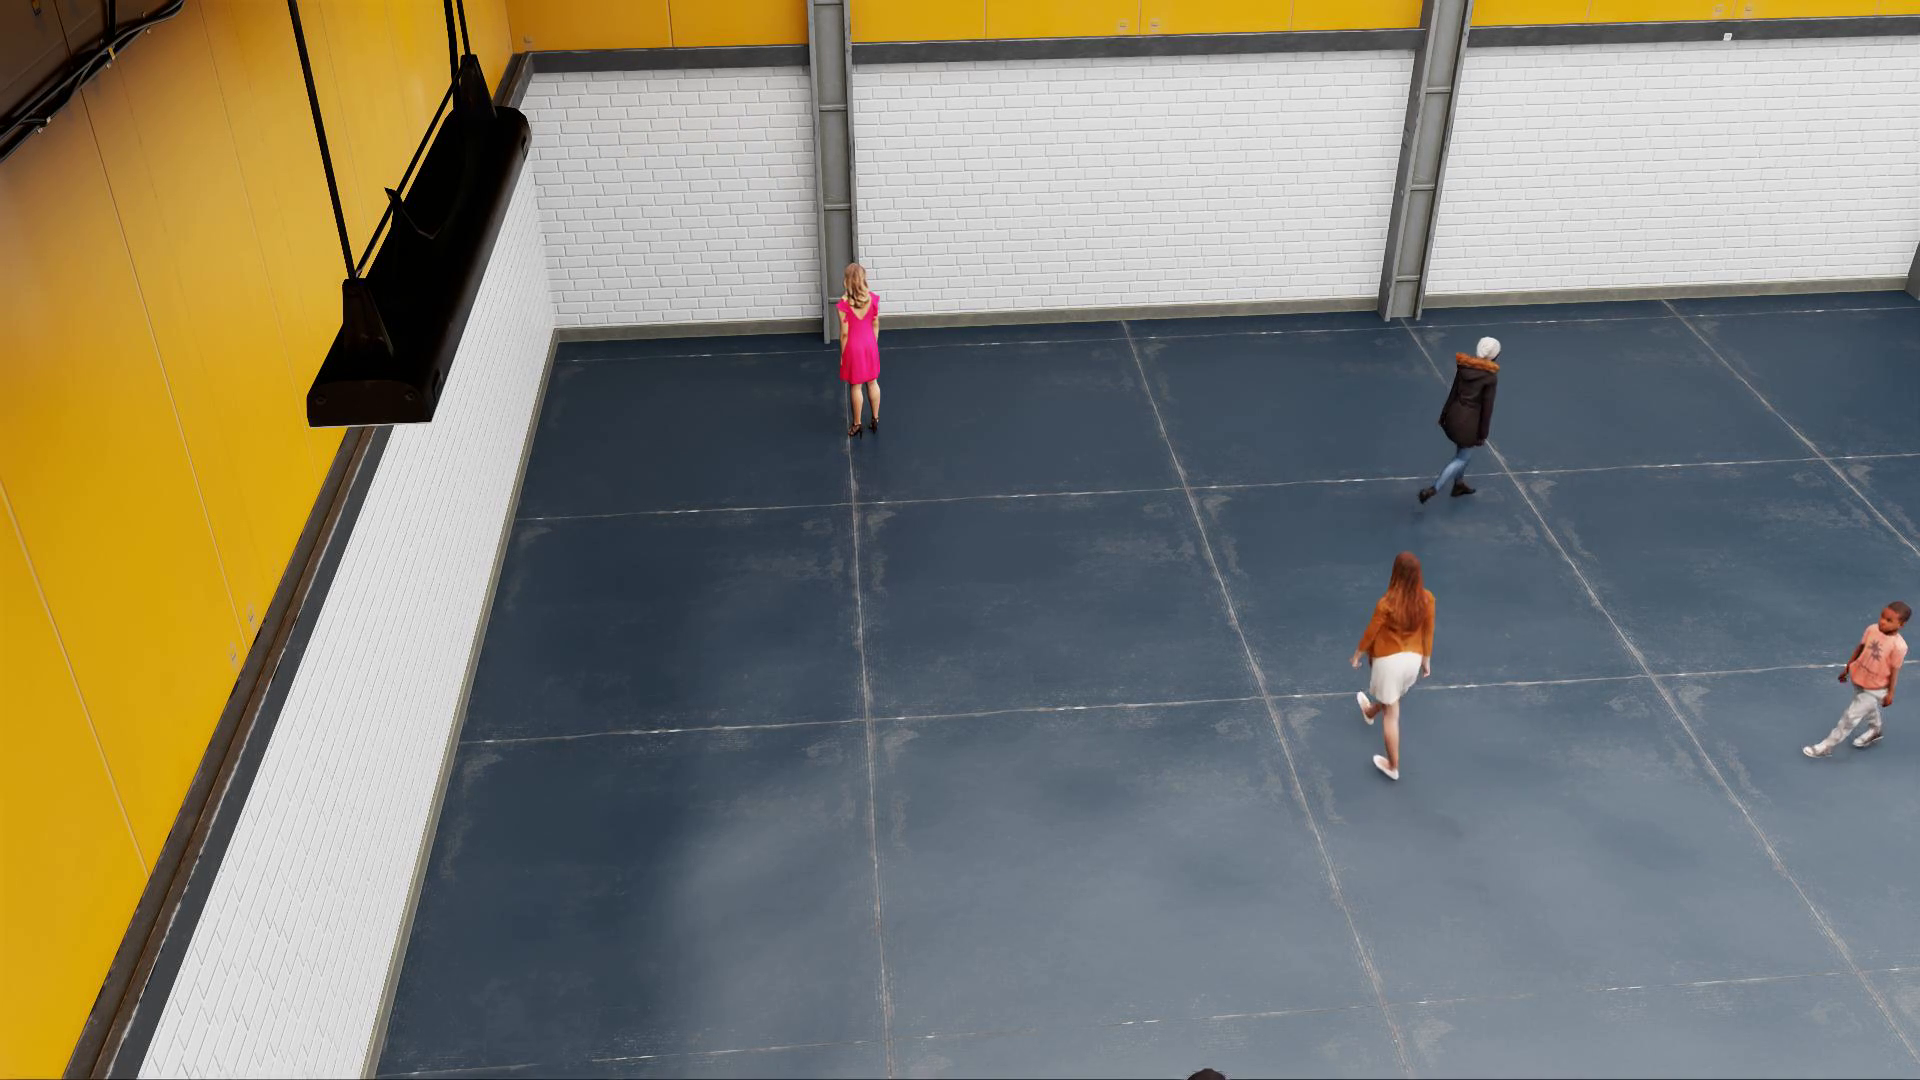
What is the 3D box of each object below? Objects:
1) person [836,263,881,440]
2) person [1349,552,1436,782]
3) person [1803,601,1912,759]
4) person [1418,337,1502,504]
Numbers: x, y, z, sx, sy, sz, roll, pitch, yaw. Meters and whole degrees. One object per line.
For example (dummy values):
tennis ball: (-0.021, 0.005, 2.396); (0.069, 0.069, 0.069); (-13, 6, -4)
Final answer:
person: (-0.921, -1.749, 15.370); (0.600, 1.728, 0.708); (-17, 37, -24)
person: (3.038, 0.909, 11.415); (1.047, 1.680, 0.854); (-10, 35, -14)
person: (6.445, 0.973, 11.675); (0.938, 1.286, 0.602); (-8, 35, -12)
person: (4.295, -0.982, 14.326); (1.066, 1.607, 0.875); (-17, 37, -24)
